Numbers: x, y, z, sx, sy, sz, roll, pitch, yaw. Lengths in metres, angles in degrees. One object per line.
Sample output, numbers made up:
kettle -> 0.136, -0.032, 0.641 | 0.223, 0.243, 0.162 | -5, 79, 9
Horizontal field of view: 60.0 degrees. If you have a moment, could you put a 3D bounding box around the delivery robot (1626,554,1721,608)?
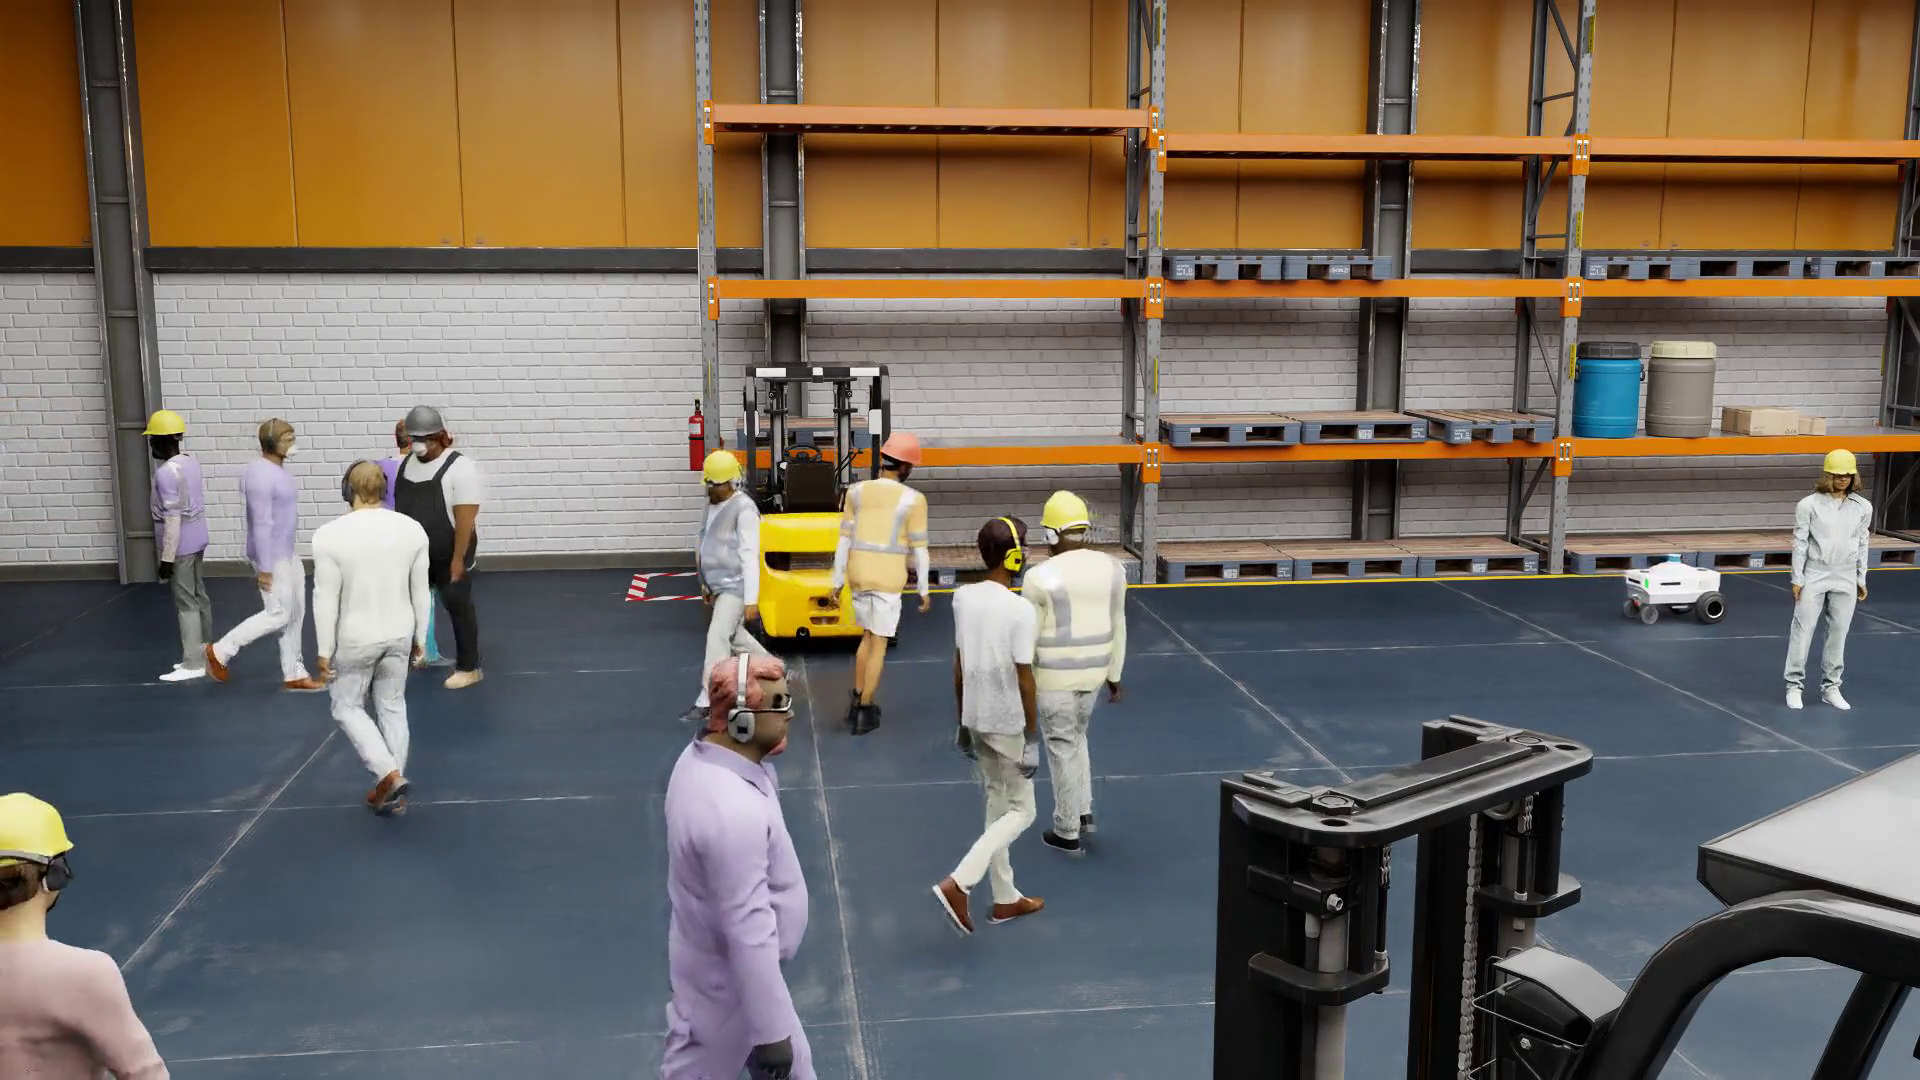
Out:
delivery robot -> 5.918, 0.359, 13.814 | 0.707, 0.478, 0.477 | -1, 9, -9

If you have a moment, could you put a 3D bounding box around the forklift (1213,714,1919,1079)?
forklift -> 1.441, 1.425, 2.350 | 1.214, 2.155, 2.313 | -7, 12, -39

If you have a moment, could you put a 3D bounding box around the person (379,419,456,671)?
person -> -3.997, 0.038, 12.100 | 0.571, 1.840, 0.373 | 4, 10, 24

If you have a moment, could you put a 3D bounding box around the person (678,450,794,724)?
person -> -1.441, 0.282, 10.812 | 0.833, 1.780, 0.620 | -6, 11, -34

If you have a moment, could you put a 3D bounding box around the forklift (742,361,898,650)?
forklift -> -1.154, -0.340, 13.365 | 1.214, 2.155, 2.313 | -1, 9, -7

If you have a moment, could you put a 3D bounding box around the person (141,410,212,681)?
person -> -5.559, 0.039, 11.827 | 0.377, 1.929, 0.585 | -1, 9, -6

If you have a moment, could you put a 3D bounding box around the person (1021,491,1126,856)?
person -> 0.507, 0.659, 8.281 | 0.619, 1.819, 0.497 | -6, 11, -34

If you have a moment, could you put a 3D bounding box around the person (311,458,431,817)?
person -> -3.056, 0.534, 8.741 | 0.503, 1.924, 0.645 | 9, 13, 43

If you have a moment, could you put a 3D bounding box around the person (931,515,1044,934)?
person -> 0.128, 0.815, 7.244 | 0.621, 1.852, 0.514 | -8, 12, -41

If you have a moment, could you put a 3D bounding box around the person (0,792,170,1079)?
person -> -2.105, 1.439, 3.788 | 0.545, 1.712, 0.944 | 4, 10, 25

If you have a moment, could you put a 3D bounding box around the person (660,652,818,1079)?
person -> -0.602, 1.224, 4.694 | 1.032, 1.846, 0.654 | -2, 9, -13

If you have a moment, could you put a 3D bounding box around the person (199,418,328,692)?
person -> -4.758, 0.126, 11.301 | 0.731, 1.923, 0.639 | -2, 9, -10

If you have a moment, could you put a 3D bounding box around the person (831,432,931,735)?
person -> -0.490, 0.270, 10.519 | 0.579, 1.881, 0.617 | 4, 10, 22

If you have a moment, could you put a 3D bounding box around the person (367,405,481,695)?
person -> -3.638, 0.066, 11.311 | 0.699, 2.000, 0.943 | 4, 10, 21

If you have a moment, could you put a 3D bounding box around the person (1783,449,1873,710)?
person -> 5.754, 0.264, 10.996 | 0.492, 1.742, 0.323 | 1, 9, 4
